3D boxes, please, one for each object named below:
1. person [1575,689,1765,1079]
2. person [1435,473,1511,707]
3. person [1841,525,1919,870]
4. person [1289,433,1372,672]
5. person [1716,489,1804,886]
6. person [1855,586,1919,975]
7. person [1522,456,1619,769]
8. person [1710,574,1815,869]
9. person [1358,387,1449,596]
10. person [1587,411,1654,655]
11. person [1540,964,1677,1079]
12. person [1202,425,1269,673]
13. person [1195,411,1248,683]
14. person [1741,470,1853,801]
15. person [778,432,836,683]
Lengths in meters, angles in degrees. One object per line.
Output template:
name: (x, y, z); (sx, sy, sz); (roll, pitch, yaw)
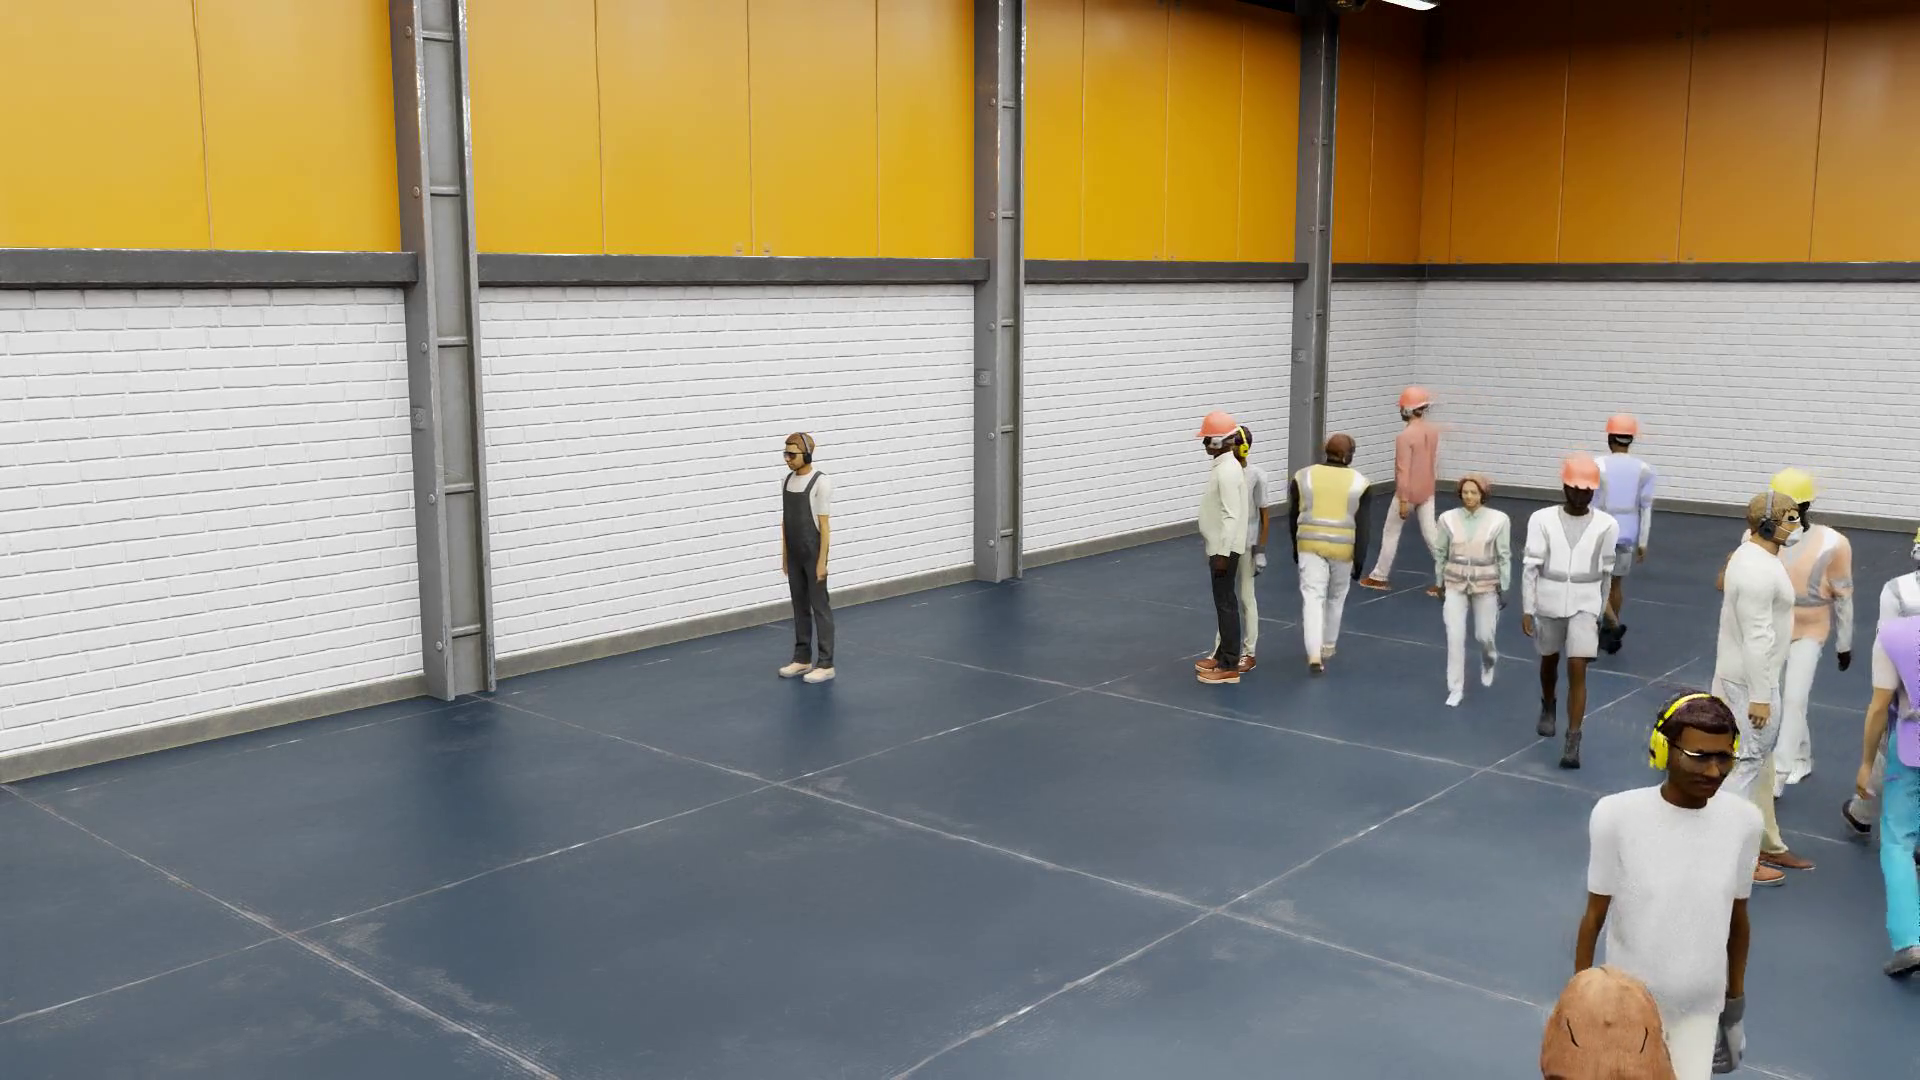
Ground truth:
person: (1.976, 1.308, 4.759); (0.542, 1.845, 0.626); (0, 9, 0)
person: (3.580, 0.325, 11.614); (0.522, 1.624, 0.576); (4, 10, 26)
person: (4.871, 0.745, 8.453); (0.597, 1.788, 0.899); (1, 9, 8)
person: (2.792, 0.088, 12.600); (0.616, 1.798, 0.954); (2, 9, 14)
person: (3.931, 0.711, 8.215); (0.367, 1.939, 0.634); (4, 10, 22)
person: (4.156, 0.953, 7.089); (0.582, 1.854, 0.549); (2, 9, 13)
person: (3.790, 0.397, 10.369); (0.542, 1.893, 1.028); (4, 10, 21)
person: (3.935, 0.845, 8.428); (0.756, 1.606, 0.515); (2, 9, 15)
person: (4.242, -0.447, 15.494); (0.631, 1.949, 1.027); (-7, 12, -38)
person: (5.123, -0.041, 12.998); (0.552, 1.923, 0.726); (0, 9, 0)
person: (1.260, 1.643, 3.316); (0.506, 1.631, 0.277); (0, 9, -2)
person: (2.079, 0.067, 12.500); (0.334, 1.864, 0.521); (-8, 12, -42)
person: (1.905, 0.051, 12.186); (0.390, 1.990, 0.623); (1, 9, 7)
person: (4.704, 0.538, 9.495); (0.987, 1.869, 0.589); (-7, 12, -39)
person: (-1.135, 0.123, 12.227); (0.504, 1.841, 0.332); (8, 12, 42)
